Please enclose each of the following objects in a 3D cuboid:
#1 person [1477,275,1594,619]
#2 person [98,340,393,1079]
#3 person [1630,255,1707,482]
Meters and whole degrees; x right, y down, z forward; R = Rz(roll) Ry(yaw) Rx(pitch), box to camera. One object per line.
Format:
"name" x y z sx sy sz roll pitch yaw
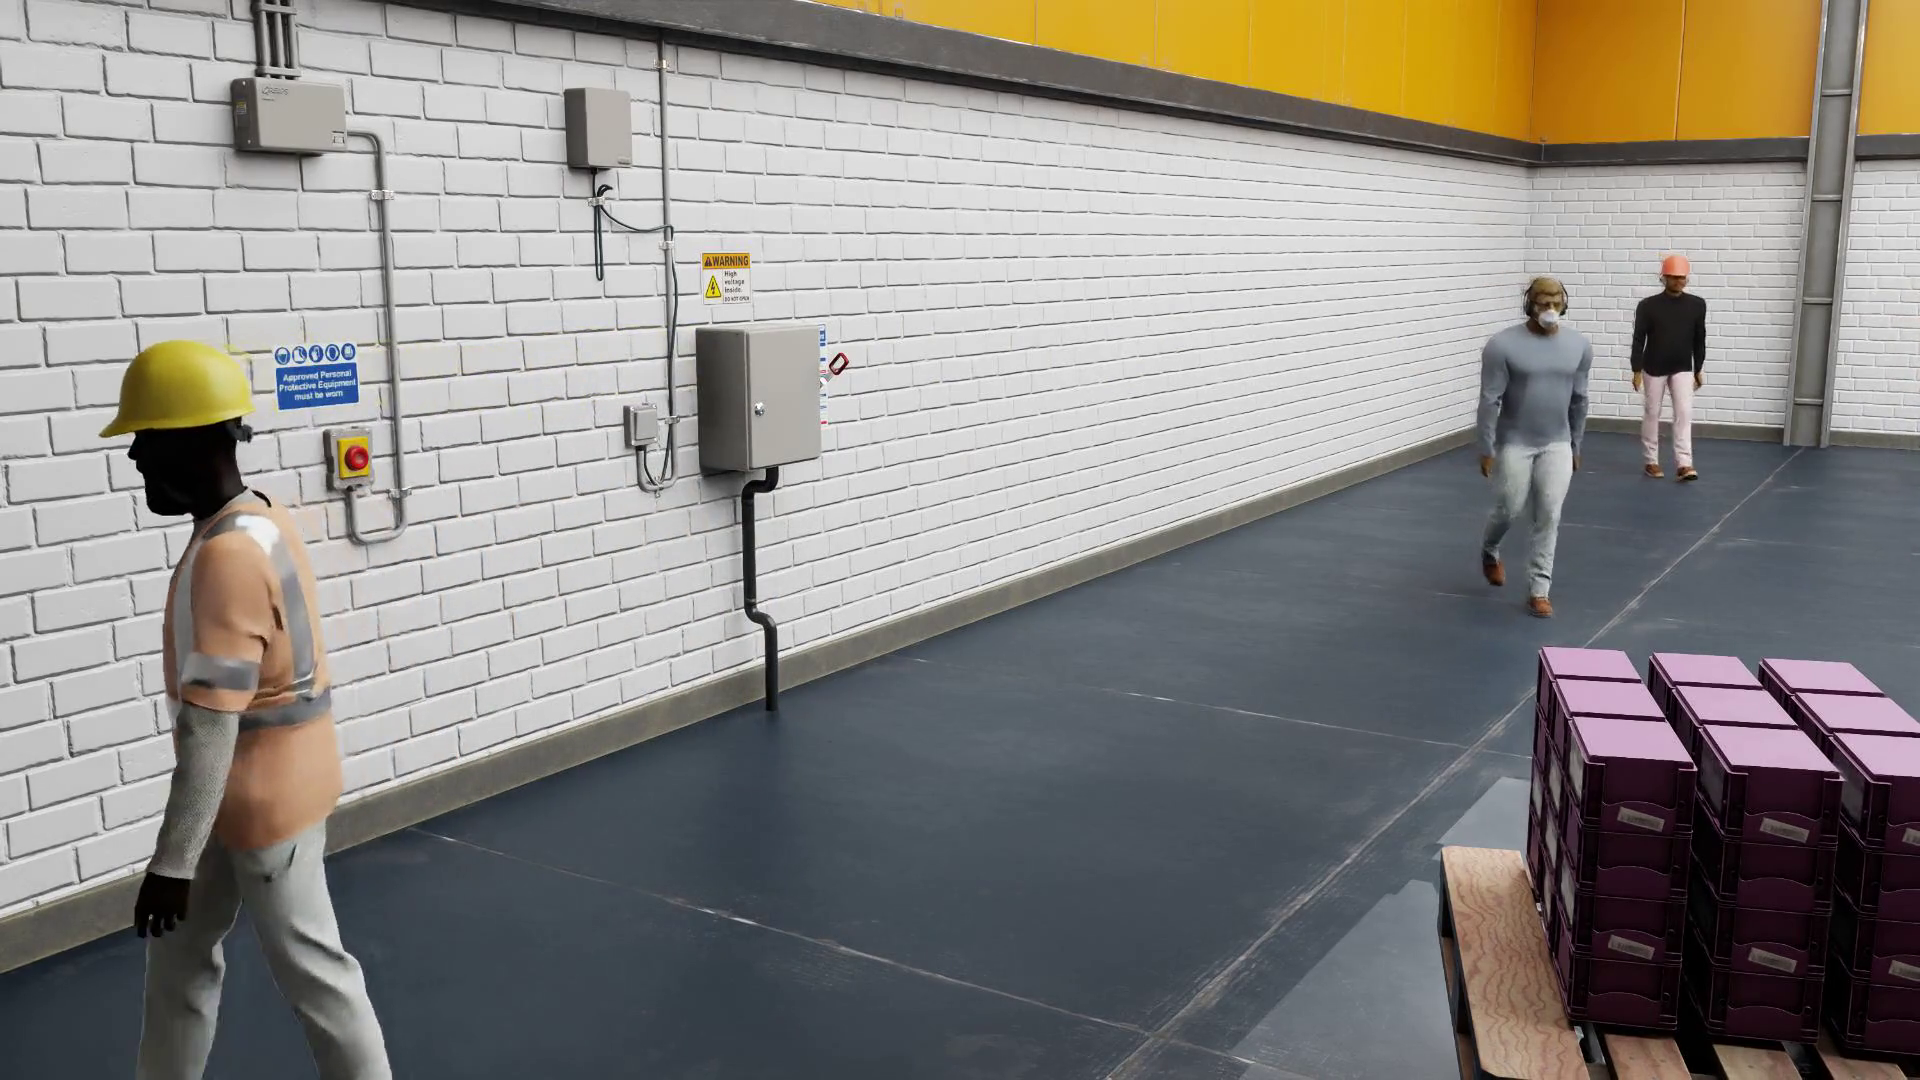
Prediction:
"person" 3.229 -0.548 9.481 0.631 1.917 0.756 0 10 0
"person" -1.591 0.549 3.431 0.874 1.892 0.610 -5 11 -25
"person" 6.182 -1.476 14.454 0.657 1.957 0.936 1 10 8
